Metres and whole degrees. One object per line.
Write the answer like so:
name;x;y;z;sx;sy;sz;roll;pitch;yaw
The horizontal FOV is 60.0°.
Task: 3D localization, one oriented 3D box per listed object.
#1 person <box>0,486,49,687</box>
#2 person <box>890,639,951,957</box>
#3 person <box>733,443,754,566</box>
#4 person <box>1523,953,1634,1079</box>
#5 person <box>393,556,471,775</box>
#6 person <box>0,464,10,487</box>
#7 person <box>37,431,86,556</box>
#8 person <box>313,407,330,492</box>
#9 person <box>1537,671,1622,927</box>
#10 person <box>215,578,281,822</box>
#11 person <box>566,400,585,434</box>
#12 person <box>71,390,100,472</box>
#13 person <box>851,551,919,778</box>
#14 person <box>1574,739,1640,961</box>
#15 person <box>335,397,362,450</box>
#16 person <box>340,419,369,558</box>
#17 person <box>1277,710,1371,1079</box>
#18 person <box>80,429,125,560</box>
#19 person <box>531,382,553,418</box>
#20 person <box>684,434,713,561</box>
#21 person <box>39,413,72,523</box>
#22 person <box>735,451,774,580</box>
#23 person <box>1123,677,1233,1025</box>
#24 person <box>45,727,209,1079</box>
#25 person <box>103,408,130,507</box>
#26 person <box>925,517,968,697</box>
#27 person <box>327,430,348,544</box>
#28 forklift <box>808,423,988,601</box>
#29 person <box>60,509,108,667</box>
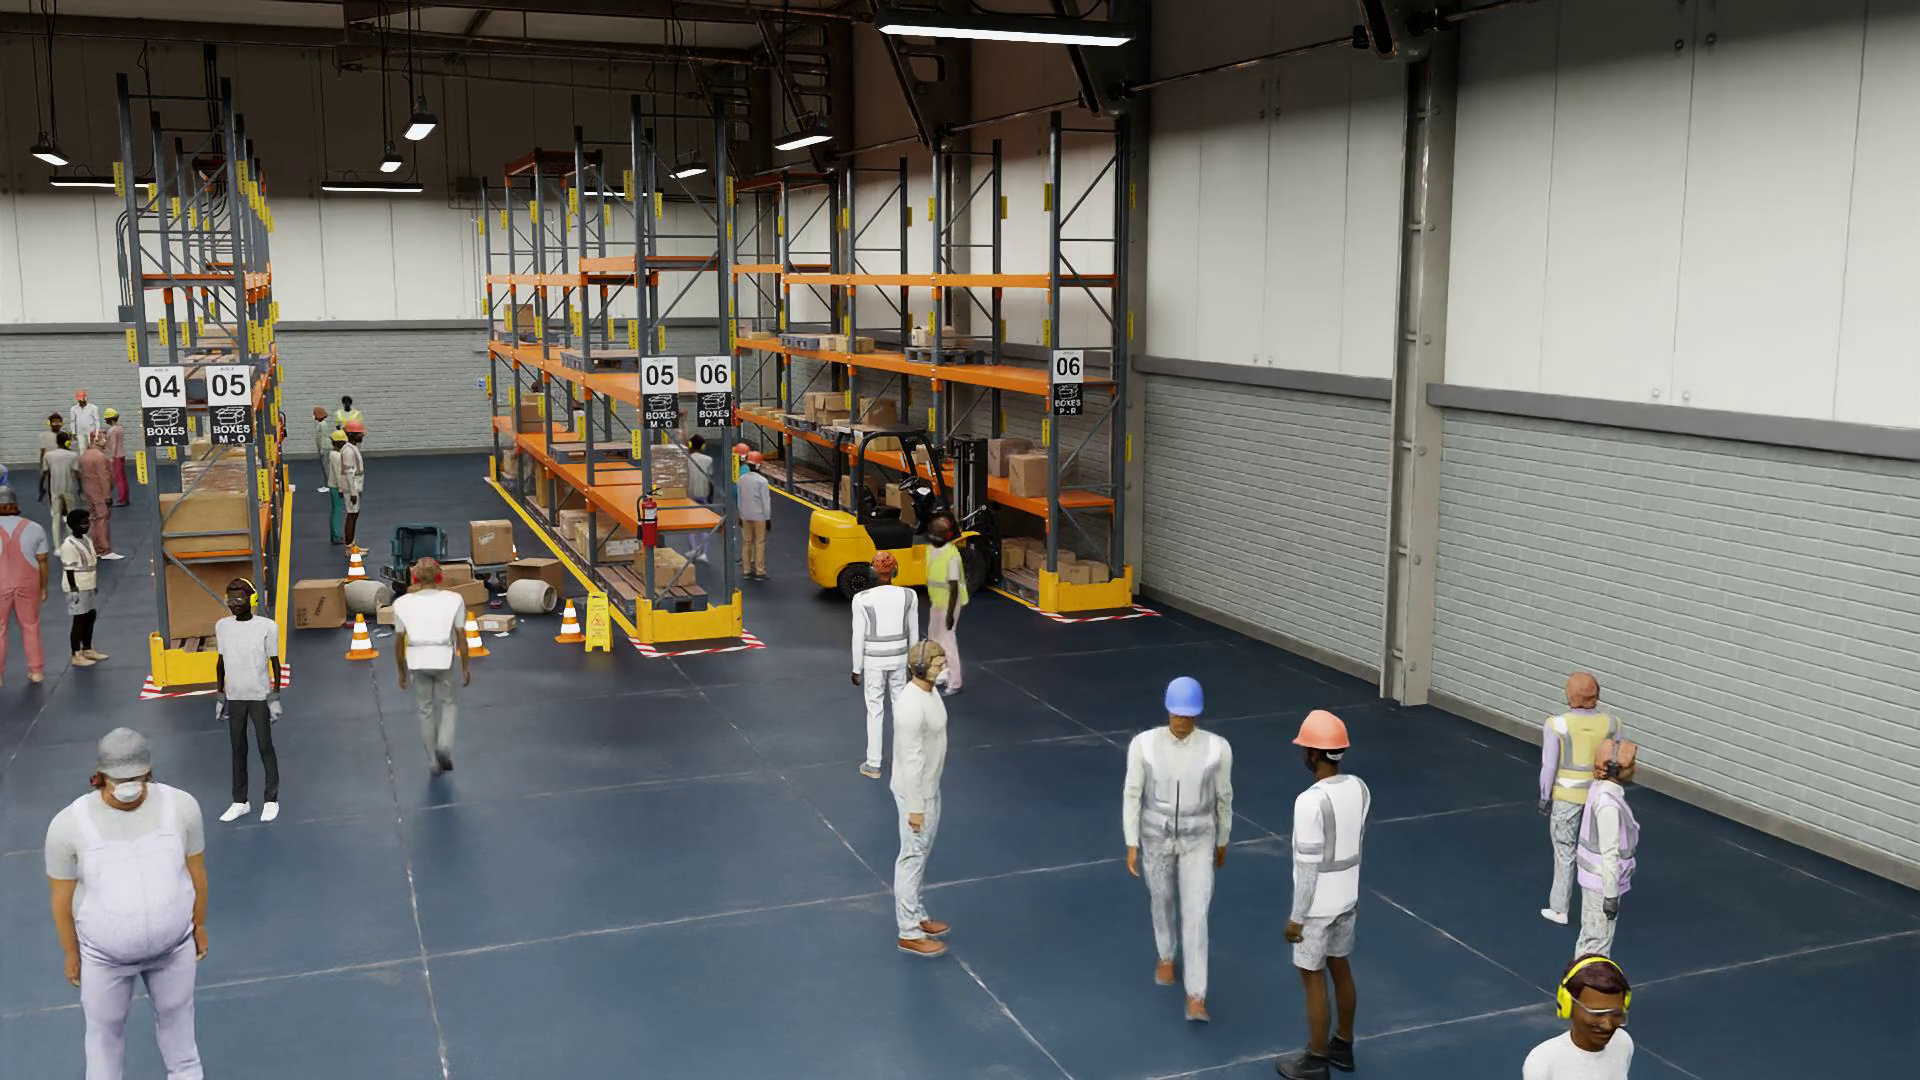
person;-9.607;0.447;16.836;0.685;2.000;0.537;-7;11;-37
person;-0.236;1.553;10.194;0.374;1.939;0.629;1;9;7
person;-3.086;-0.503;23.712;0.328;1.752;0.563;-1;9;-7
person;2.118;2.305;5.691;0.536;1.865;0.312;-6;11;-31
person;-4.347;1.045;13.712;0.594;1.831;0.437;-2;9;-13
person;-12.726;-0.329;21.710;0.375;2.044;0.607;7;12;39
person;-13.374;-0.704;24.758;0.699;1.813;0.902;-2;9;-12
person;-12.213;-1.732;31.855;0.268;1.628;0.500;-5;10;-26
person;3.929;1.645;10.559;0.514;1.637;0.314;0;9;-1
person;-5.399;1.205;12.597;0.507;1.872;0.329;0;9;1
person;-7.877;-2.099;34.135;0.274;1.633;0.507;6;11;35
person;-18.393;-2.283;34.971;0.574;1.738;0.352;-2;9;-9
person;-0.618;1.022;13.708;0.583;1.882;0.350;-4;10;-22
person;3.518;1.880;9.070;0.308;1.639;0.523;3;9;16
person;-12.563;-2.118;34.170;0.551;1.645;0.851;-2;9;-10
person;-8.894;-0.760;24.478;0.417;2.034;0.604;-2;9;-15
person;1.840;1.822;8.508;0.373;1.934;0.551;9;13;44
person;-12.508;-0.659;24.238;0.637;1.904;0.403;8;12;42
person;-9.166;-2.515;36.126;0.621;1.838;0.429;-3;10;-18
person;-3.832;-0.614;24.167;0.534;1.825;0.763;-4;10;-22
person;-15.174;-1.221;27.946;0.530;1.849;0.634;-5;10;-30
person;-2.792;-0.331;22.689;0.594;1.743;0.378;6;11;34
person;1.224;1.703;9.367;0.601;1.895;0.959;2;9;11
person;-3.918;1.863;7.920;0.683;2.000;0.536;-7;11;-36
person;-15.129;-1.473;29.783;0.318;1.766;0.533;-2;9;-10
person;-0.158;0.653;16.274;0.449;1.803;0.611;-5;10;-27
person;-9.578;-0.816;25.681;0.350;1.758;0.522;-4;10;-25
forklift;-0.830;-0.399;21.676;2.313;2.155;1.214;-4;10;-21
person;-9.305;0.503;17.602;0.320;1.685;0.539;-1;9;-5
